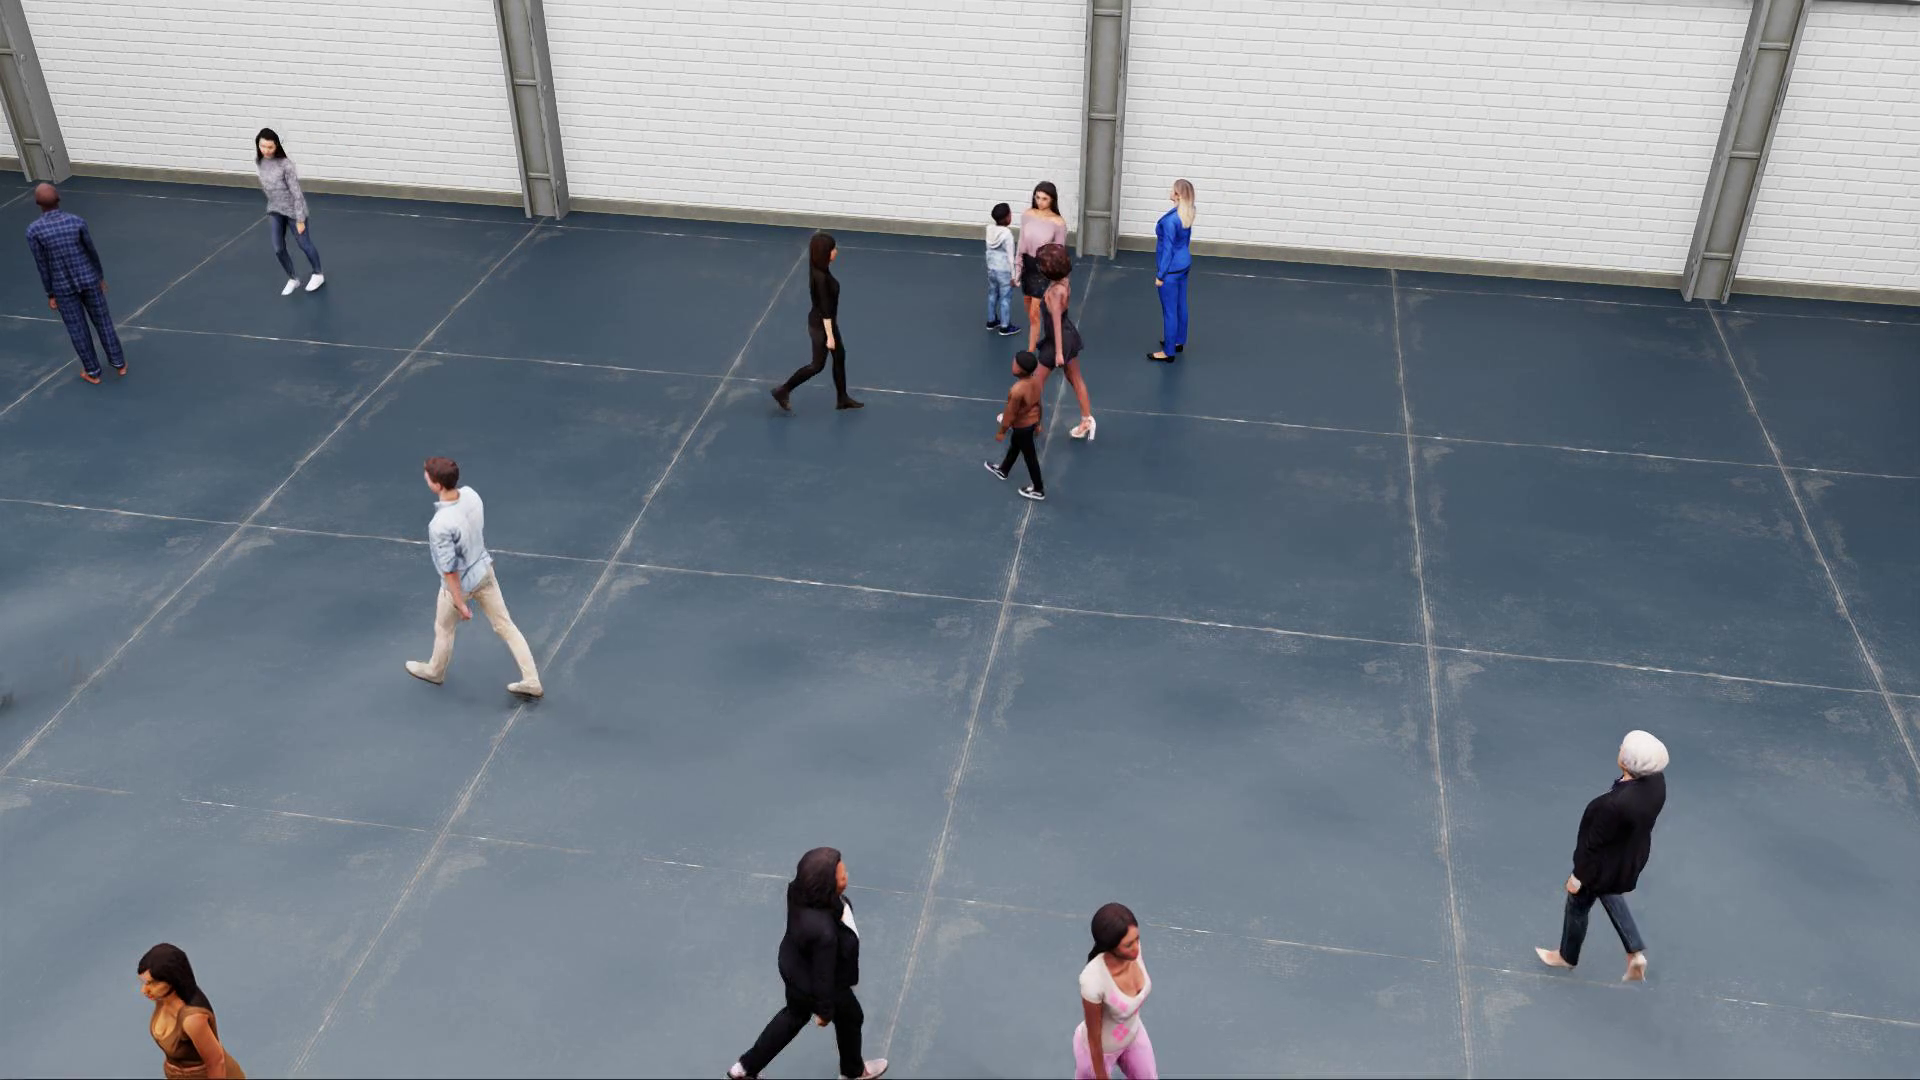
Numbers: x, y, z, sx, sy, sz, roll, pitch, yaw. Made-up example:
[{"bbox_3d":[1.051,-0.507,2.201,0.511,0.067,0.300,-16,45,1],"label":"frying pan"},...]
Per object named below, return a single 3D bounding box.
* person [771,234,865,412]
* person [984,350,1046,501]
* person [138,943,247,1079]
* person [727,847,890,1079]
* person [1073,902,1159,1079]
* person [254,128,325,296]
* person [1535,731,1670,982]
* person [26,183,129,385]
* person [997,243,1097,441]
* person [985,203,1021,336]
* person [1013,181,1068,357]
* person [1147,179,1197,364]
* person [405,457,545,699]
[{"bbox_3d":[-1.235,-1.781,13.985,1.083,1.618,0.769,-2,34,-3],"label":"person"},{"bbox_3d":[0.556,-0.868,12.964,0.897,1.228,0.699,17,37,23],"label":"person"},{"bbox_3d":[-3.422,2.453,7.551,0.600,1.690,0.706,25,41,33],"label":"person"},{"bbox_3d":[-0.778,2.147,8.102,1.129,1.588,0.991,-15,36,-21],"label":"person"},{"bbox_3d":[0.619,2.299,7.756,0.947,1.718,0.825,25,41,33],"label":"person"},{"bbox_3d":[-6.451,-3.186,16.026,0.665,1.699,0.720,14,36,20],"label":"person"},{"bbox_3d":[3.410,1.677,8.604,0.978,1.777,0.945,-21,39,-28],"label":"person"},{"bbox_3d":[-7.712,-2.241,14.496,0.757,1.818,0.795,-26,41,-33],"label":"person"},{"bbox_3d":[0.900,-1.559,13.534,1.088,1.748,0.706,8,35,12],"label":"person"},{"bbox_3d":[0.373,-2.524,15.426,0.628,1.260,0.554,-28,43,-35],"label":"person"},{"bbox_3d":[0.728,-2.349,14.691,1.071,1.783,0.940,22,40,30],"label":"person"},{"bbox_3d":[1.928,-2.417,14.867,0.675,1.701,0.693,19,38,26],"label":"person"},{"bbox_3d":[-3.077,0.293,10.702,1.267,1.798,0.833,12,36,18],"label":"person"}]
